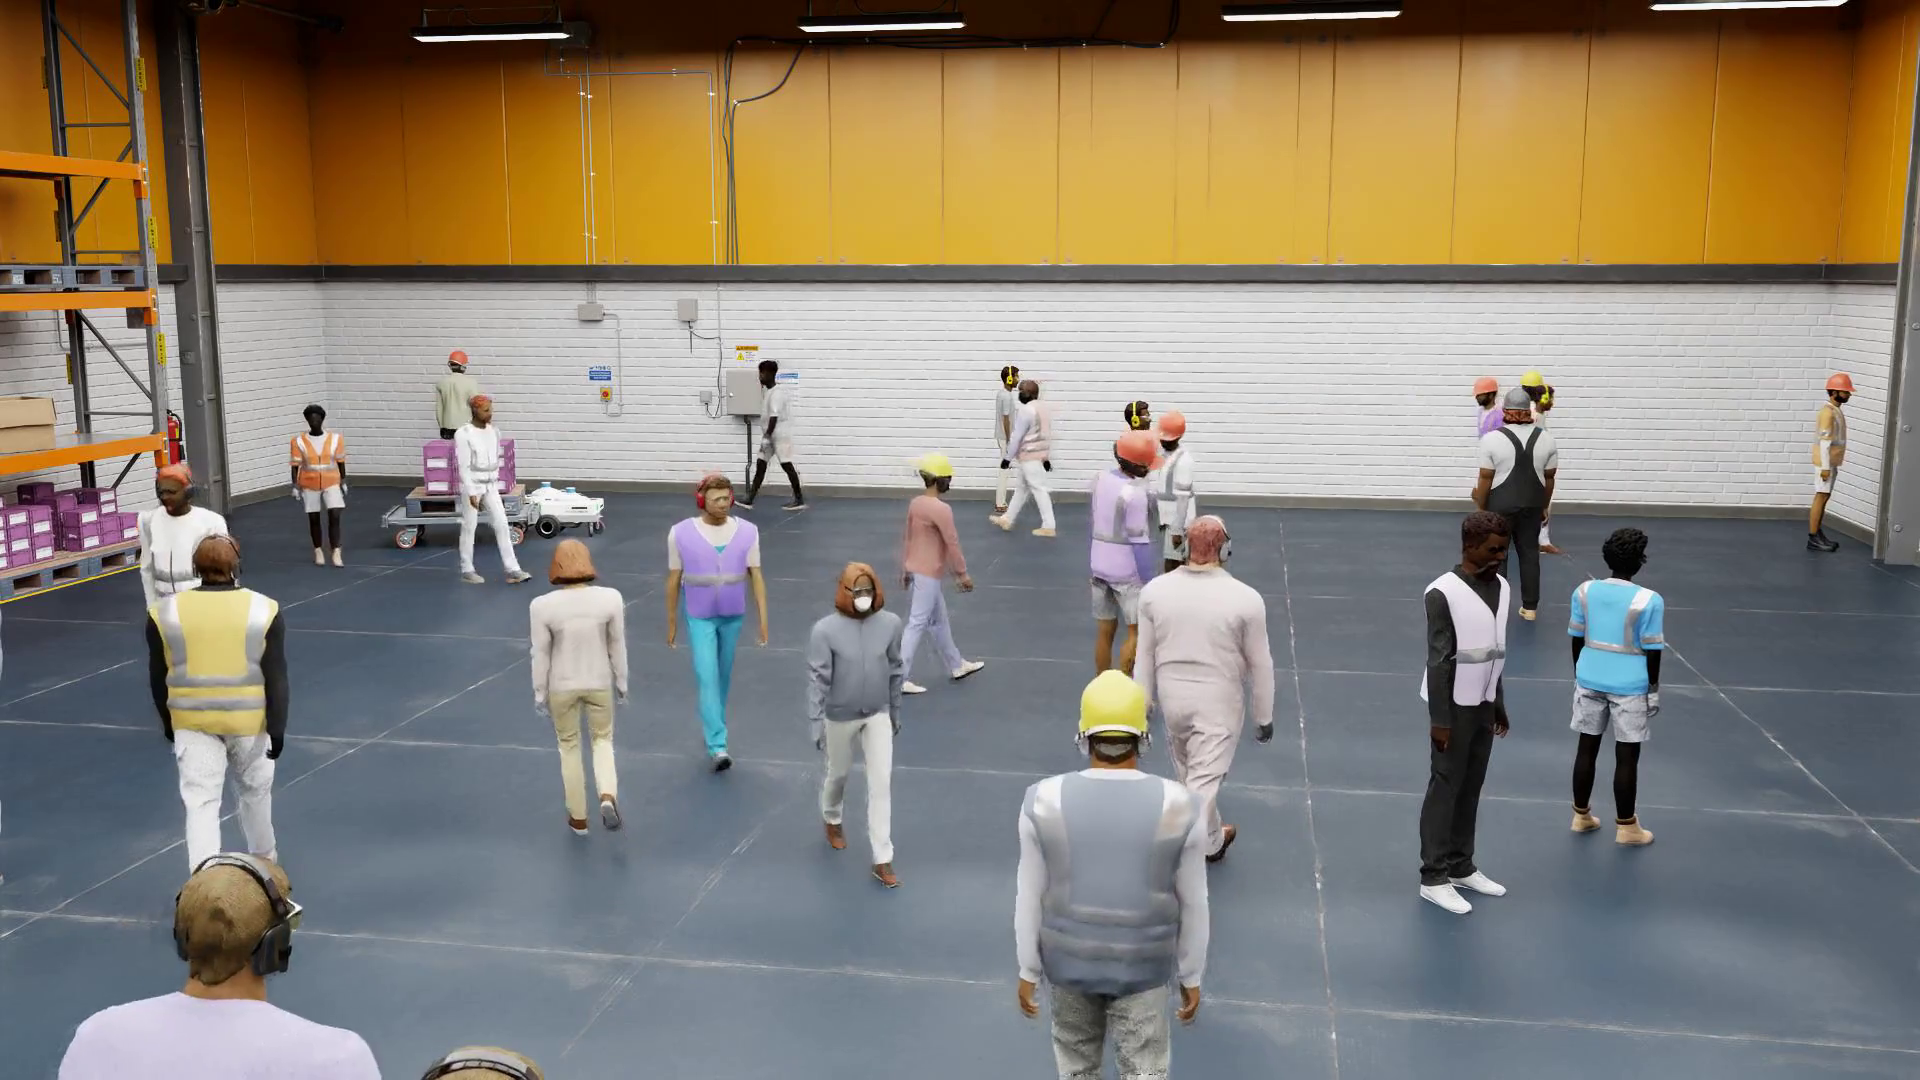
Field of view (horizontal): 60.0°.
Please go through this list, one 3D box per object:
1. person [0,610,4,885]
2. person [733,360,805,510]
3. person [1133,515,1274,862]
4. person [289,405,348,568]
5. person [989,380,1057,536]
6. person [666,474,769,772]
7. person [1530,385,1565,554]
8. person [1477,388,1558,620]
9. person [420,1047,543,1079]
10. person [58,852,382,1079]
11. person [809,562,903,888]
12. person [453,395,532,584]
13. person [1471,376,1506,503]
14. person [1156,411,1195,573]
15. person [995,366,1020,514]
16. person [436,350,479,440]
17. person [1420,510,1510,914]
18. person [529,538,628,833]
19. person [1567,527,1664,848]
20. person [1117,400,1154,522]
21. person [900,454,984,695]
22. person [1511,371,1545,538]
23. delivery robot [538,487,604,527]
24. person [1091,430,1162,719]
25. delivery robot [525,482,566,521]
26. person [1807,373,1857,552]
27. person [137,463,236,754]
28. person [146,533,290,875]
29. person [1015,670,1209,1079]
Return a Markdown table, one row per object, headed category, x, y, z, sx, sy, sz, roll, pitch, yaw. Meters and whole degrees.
| category | x | y | z | sx | sy | sz | roll | pitch | yaw |
| --- | --- | --- | --- | --- | --- | --- | --- | --- | --- |
| person | -4.931 | 0.783 | 8.030 | 0.631 | 1.940 | 0.372 | 1 | 9 | 4 |
| person | -2.432 | -1.317 | 21.101 | 0.987 | 1.911 | 0.626 | -4 | 10 | -22 |
| person | 1.218 | 0.801 | 8.172 | 0.664 | 1.854 | 1.020 | 6 | 11 | 32 |
| person | -6.547 | -0.536 | 17.005 | 0.555 | 1.665 | 0.727 | -4 | 10 | -24 |
| person | 0.733 | -0.947 | 19.209 | 0.932 | 1.791 | 0.623 | 4 | 10 | 22 |
| person | -1.459 | 0.500 | 10.202 | 0.587 | 1.793 | 0.965 | -5 | 10 | -26 |
| person | 6.152 | -0.763 | 17.989 | 0.790 | 1.830 | 0.576 | 6 | 11 | 34 |
| person | 4.805 | -0.314 | 14.519 | 0.688 | 2.000 | 0.536 | -1 | 9 | -4 |
| person | -0.707 | 1.670 | 2.541 | 0.627 | 1.935 | 0.371 | -4 | 10 | -21 |
| person | -1.419 | 1.552 | 3.303 | 0.645 | 1.920 | 0.490 | 1 | 9 | 6 |
| person | -0.537 | 0.884 | 8.474 | 0.515 | 1.591 | 0.856 | -3 | 10 | -20 |
| person | -4.557 | -0.465 | 16.063 | 0.887 | 1.846 | 0.578 | 6 | 11 | 34 |
| person | 5.794 | -0.843 | 18.203 | 0.506 | 1.909 | 0.607 | 0 | 9 | -2 |
| person | 1.844 | -0.165 | 14.088 | 0.534 | 1.886 | 0.638 | -2 | 9 | -11 |
| person | 0.594 | -1.257 | 20.937 | 0.315 | 1.861 | 0.515 | 0 | 9 | -2 |
| person | -6.671 | -1.530 | 22.202 | 0.614 | 1.993 | 0.395 | 2 | 9 | 10 |
| person | 2.430 | 0.801 | 7.996 | 0.590 | 1.915 | 0.392 | -8 | 12 | -42 |
| person | -2.022 | 0.799 | 8.878 | 0.510 | 1.619 | 0.453 | -4 | 10 | -21 |
| person | 3.475 | 0.773 | 8.832 | 0.322 | 1.696 | 0.536 | -7 | 11 | -36 |
| person | 1.605 | -0.334 | 15.156 | 0.323 | 1.876 | 0.528 | 6 | 11 | 34 |
| person | -0.141 | 0.244 | 12.041 | 0.892 | 1.724 | 0.528 | -4 | 10 | -25 |
| person | 6.391 | -0.944 | 18.772 | 0.370 | 1.925 | 0.594 | -3 | 10 | -20 |
| delivery robot | -4.466 | -0.361 | 19.116 | 0.707 | 0.478 | 0.477 | 0 | 9 | -2 |
| person | 1.068 | 0.237 | 11.304 | 0.421 | 1.989 | 0.653 | -5 | 11 | -29 |
| delivery robot | -4.879 | -0.442 | 19.617 | 0.477 | 0.478 | 0.707 | 6 | 11 | 33 |
| person | 9.514 | -0.849 | 18.157 | 0.379 | 1.937 | 0.548 | 7 | 11 | 35 |
| person | -4.898 | 0.396 | 10.697 | 0.607 | 1.855 | 0.734 | 1 | 9 | 6 |
| person | -3.535 | 0.867 | 7.973 | 0.615 | 1.802 | 0.976 | -3 | 10 | -19 |
| person | 0.464 | 1.315 | 5.139 | 0.600 | 1.814 | 0.673 | 1 | 9 | 7 |
